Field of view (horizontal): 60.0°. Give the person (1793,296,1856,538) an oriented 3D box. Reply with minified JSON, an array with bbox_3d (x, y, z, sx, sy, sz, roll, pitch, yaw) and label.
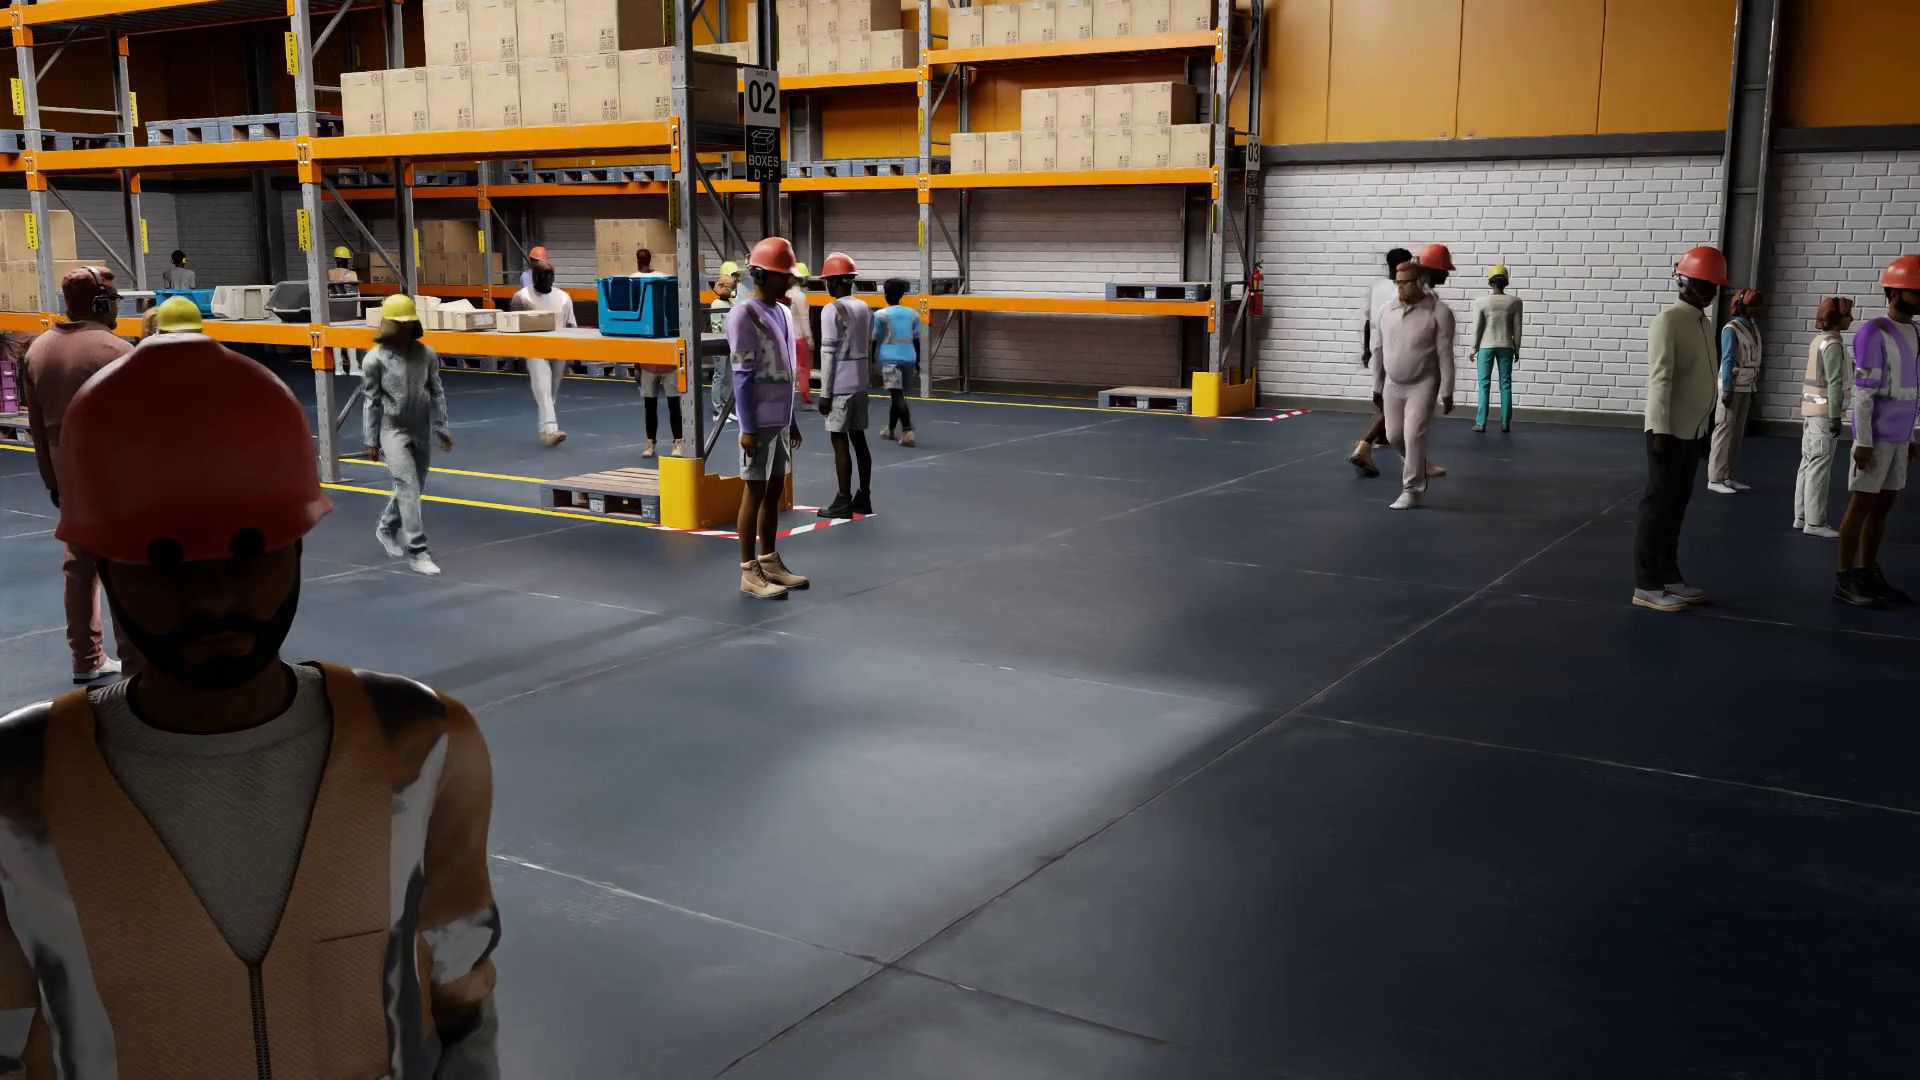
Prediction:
[{"bbox_3d":[5.933,-0.842,11.409,0.307,1.641,0.513,2,11,14],"label":"person"}]

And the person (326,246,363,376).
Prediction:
[{"bbox_3d":[-9.157,-3.391,24.734,0.593,1.926,0.366,3,11,15],"label":"person"}]

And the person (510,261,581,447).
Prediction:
[{"bbox_3d":[-4.006,-1.814,16.325,0.654,1.802,0.901,-8,13,-38],"label":"person"}]

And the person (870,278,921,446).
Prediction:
[{"bbox_3d":[-0.629,-1.770,16.532,0.545,1.651,0.882,-6,12,-32],"label":"person"}]

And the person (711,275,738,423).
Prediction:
[{"bbox_3d":[-2.608,-2.123,18.528,0.283,1.631,0.501,3,11,18],"label":"person"}]

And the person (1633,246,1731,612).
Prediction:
[{"bbox_3d":[3.983,-0.611,9.170,0.393,1.985,0.610,10,14,44],"label":"person"}]

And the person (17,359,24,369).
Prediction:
[{"bbox_3d":[-14.530,-3.504,26.317,0.516,1.606,0.777,8,13,38],"label":"person"}]

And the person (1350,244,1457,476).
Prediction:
[{"bbox_3d":[3.739,-1.506,14.134,0.831,1.989,0.732,0,10,1],"label":"person"}]

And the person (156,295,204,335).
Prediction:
[{"bbox_3d":[-3.743,-0.305,8.096,0.533,1.767,0.334,-9,14,-41],"label":"person"}]

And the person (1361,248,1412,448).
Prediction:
[{"bbox_3d":[4.321,-1.882,16.322,0.733,1.942,0.649,-6,12,-28],"label":"person"}]

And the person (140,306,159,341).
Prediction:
[{"bbox_3d":[-5.099,-0.705,10.758,0.503,1.613,0.655,-4,11,-23],"label":"person"}]

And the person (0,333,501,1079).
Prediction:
[{"bbox_3d":[-0.701,0.766,1.670,0.542,1.938,0.358,-7,12,-34],"label":"person"}]

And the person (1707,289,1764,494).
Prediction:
[{"bbox_3d":[6.239,-1.193,13.354,0.523,1.638,0.310,-10,14,-44],"label":"person"}]

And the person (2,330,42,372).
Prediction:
[{"bbox_3d":[-11.576,-2.585,20.403,0.907,1.871,0.677,4,11,23],"label":"person"}]

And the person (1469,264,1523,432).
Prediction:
[{"bbox_3d":[5.641,-2.010,17.535,0.533,1.766,0.311,0,10,2],"label":"person"}]

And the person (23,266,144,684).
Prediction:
[{"bbox_3d":[-3.869,-0.279,7.547,0.655,1.906,0.407,4,11,21],"label":"person"}]

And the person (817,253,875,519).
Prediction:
[{"bbox_3d":[-0.858,-1.123,12.170,0.382,1.932,0.541,6,12,30],"label":"person"}]

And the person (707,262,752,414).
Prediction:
[{"bbox_3d":[-2.561,-2.300,19.137,0.859,1.766,0.606,3,11,18],"label":"person"}]

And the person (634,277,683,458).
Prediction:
[{"bbox_3d":[-2.777,-1.592,15.433,0.538,1.692,0.321,1,10,4],"label":"person"}]

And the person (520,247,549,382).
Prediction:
[{"bbox_3d":[-6.016,-3.216,23.765,0.372,1.928,0.543,3,11,15],"label":"person"}]

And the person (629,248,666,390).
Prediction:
[{"bbox_3d":[-4.199,-2.946,22.311,0.613,1.908,0.440,-8,13,-38],"label":"person"}]

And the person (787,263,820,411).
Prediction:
[{"bbox_3d":[-1.883,-2.382,19.615,0.490,1.759,0.544,-4,11,-21],"label":"person"}]

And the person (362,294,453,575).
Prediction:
[{"bbox_3d":[-3.472,-0.676,10.302,0.866,1.701,0.487,8,13,39],"label":"person"}]

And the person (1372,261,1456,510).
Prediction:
[{"bbox_3d":[3.487,-1.191,12.713,0.683,1.873,0.781,9,14,42],"label":"person"}]

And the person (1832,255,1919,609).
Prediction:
[{"bbox_3d":[5.140,-0.590,9.185,0.548,1.936,0.378,-7,12,-32],"label":"person"}]

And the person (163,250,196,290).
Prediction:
[{"bbox_3d":[-12.371,-3.674,26.481,0.514,1.865,0.329,-2,10,-9],"label":"person"}]

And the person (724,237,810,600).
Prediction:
[{"bbox_3d":[-1.071,-0.690,9.463,0.387,2.038,0.605,4,11,20],"label":"person"}]
